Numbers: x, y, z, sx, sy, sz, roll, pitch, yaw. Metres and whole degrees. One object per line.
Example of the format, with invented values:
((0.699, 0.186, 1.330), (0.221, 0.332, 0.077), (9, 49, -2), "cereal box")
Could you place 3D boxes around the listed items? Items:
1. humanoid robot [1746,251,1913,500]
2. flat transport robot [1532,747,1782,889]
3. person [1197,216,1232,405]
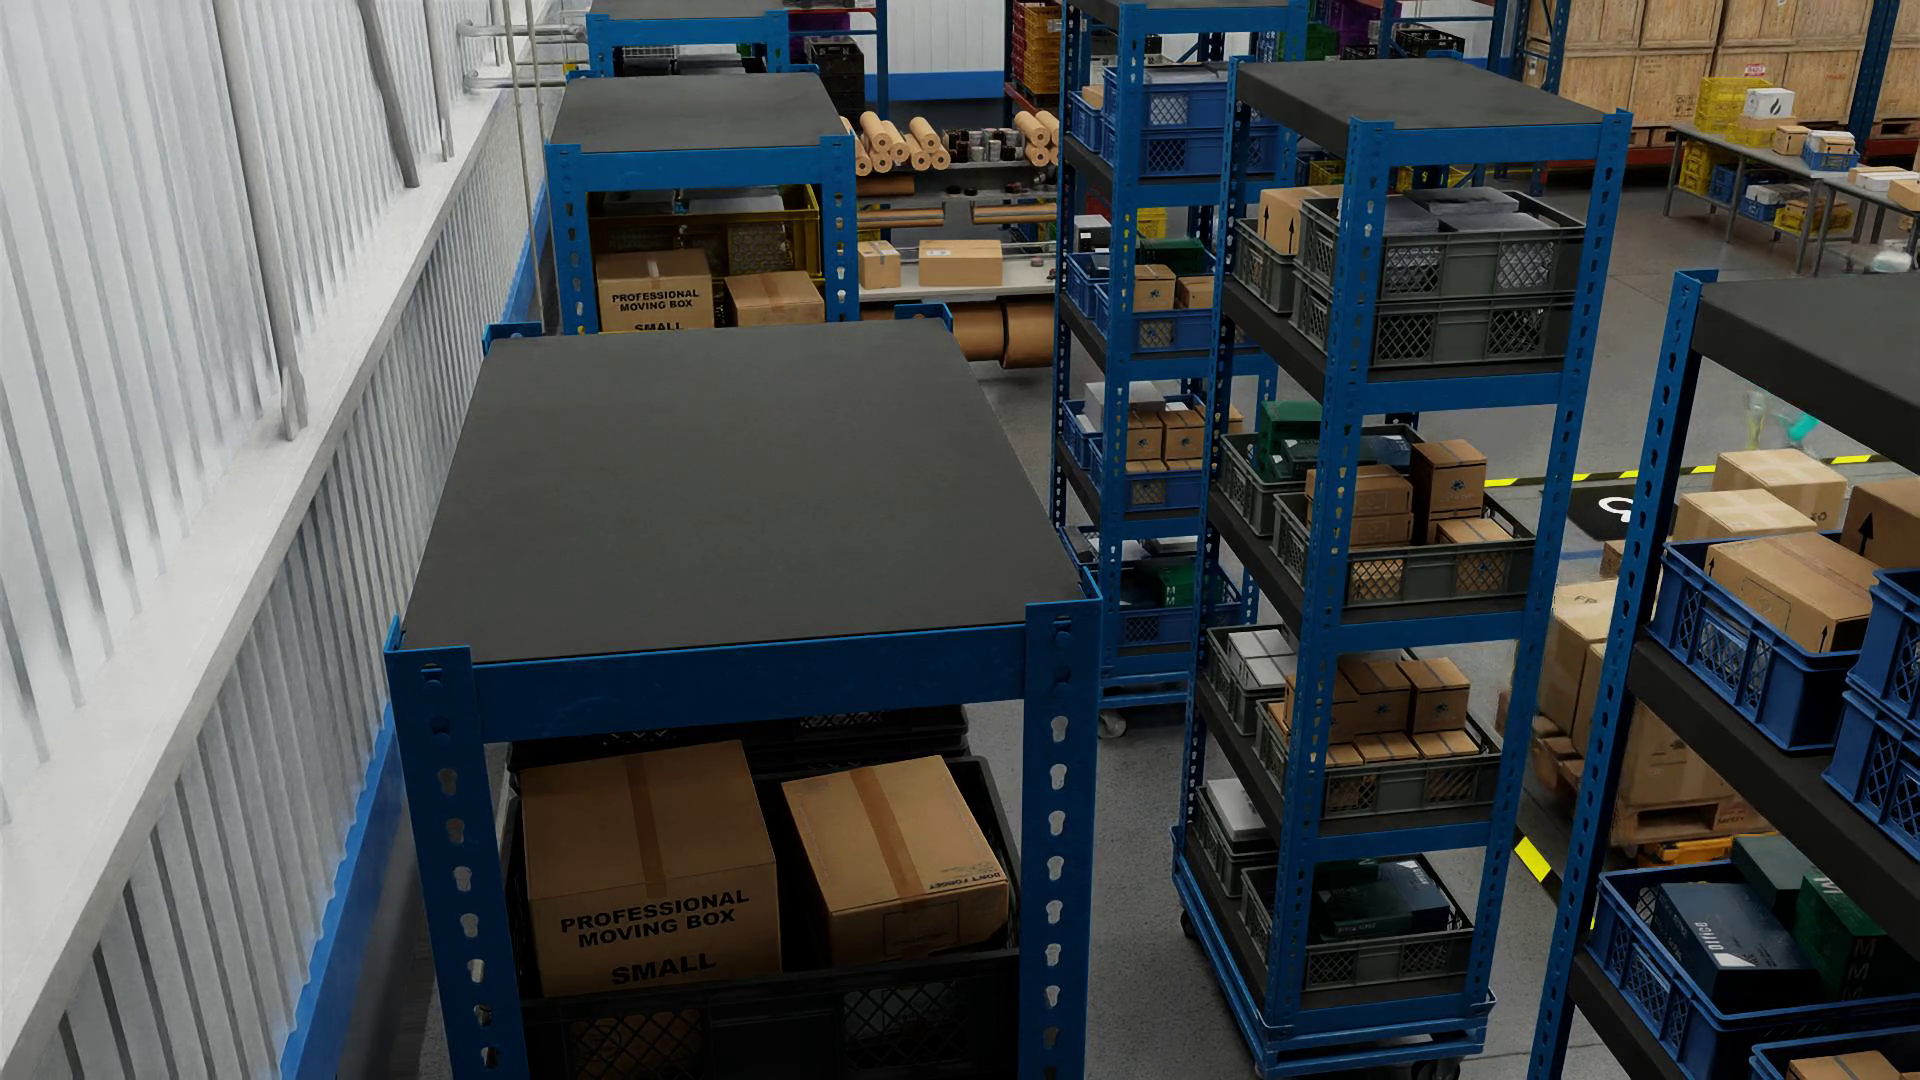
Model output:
((5.562, -1.081, 10.955), (1.049, 1.740, 0.542), (14, 28, 28), "humanoid robot")
((3.252, 1.163, 7.736), (0.652, 0.197, 1.431), (-4, 25, -8), "flat transport robot")
((1.657, -1.258, 11.145), (0.397, 1.847, 0.587), (-3, 25, -6), "person")
